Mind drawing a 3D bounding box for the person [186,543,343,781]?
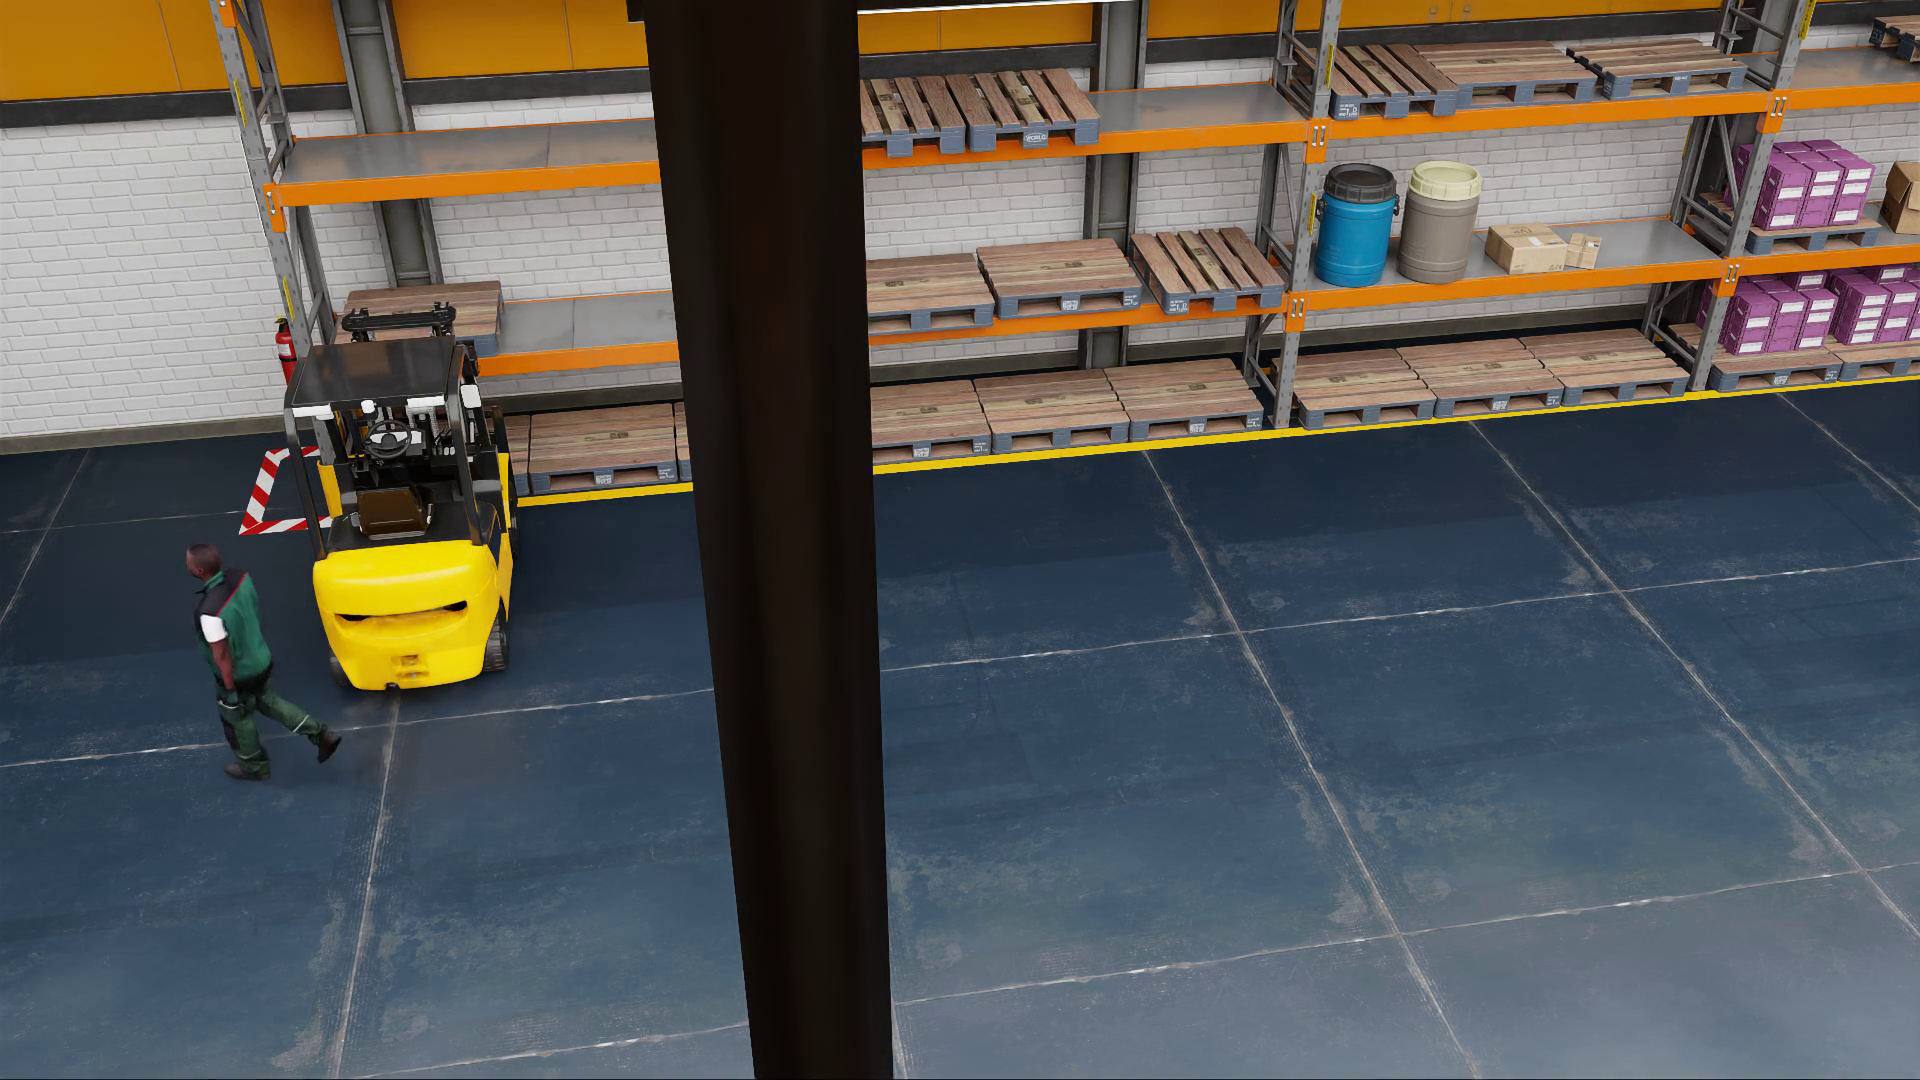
[{"bbox_3d":[-4.396,0.804,10.368,1.109,1.818,0.857,3,34,4],"label":"person"}]
